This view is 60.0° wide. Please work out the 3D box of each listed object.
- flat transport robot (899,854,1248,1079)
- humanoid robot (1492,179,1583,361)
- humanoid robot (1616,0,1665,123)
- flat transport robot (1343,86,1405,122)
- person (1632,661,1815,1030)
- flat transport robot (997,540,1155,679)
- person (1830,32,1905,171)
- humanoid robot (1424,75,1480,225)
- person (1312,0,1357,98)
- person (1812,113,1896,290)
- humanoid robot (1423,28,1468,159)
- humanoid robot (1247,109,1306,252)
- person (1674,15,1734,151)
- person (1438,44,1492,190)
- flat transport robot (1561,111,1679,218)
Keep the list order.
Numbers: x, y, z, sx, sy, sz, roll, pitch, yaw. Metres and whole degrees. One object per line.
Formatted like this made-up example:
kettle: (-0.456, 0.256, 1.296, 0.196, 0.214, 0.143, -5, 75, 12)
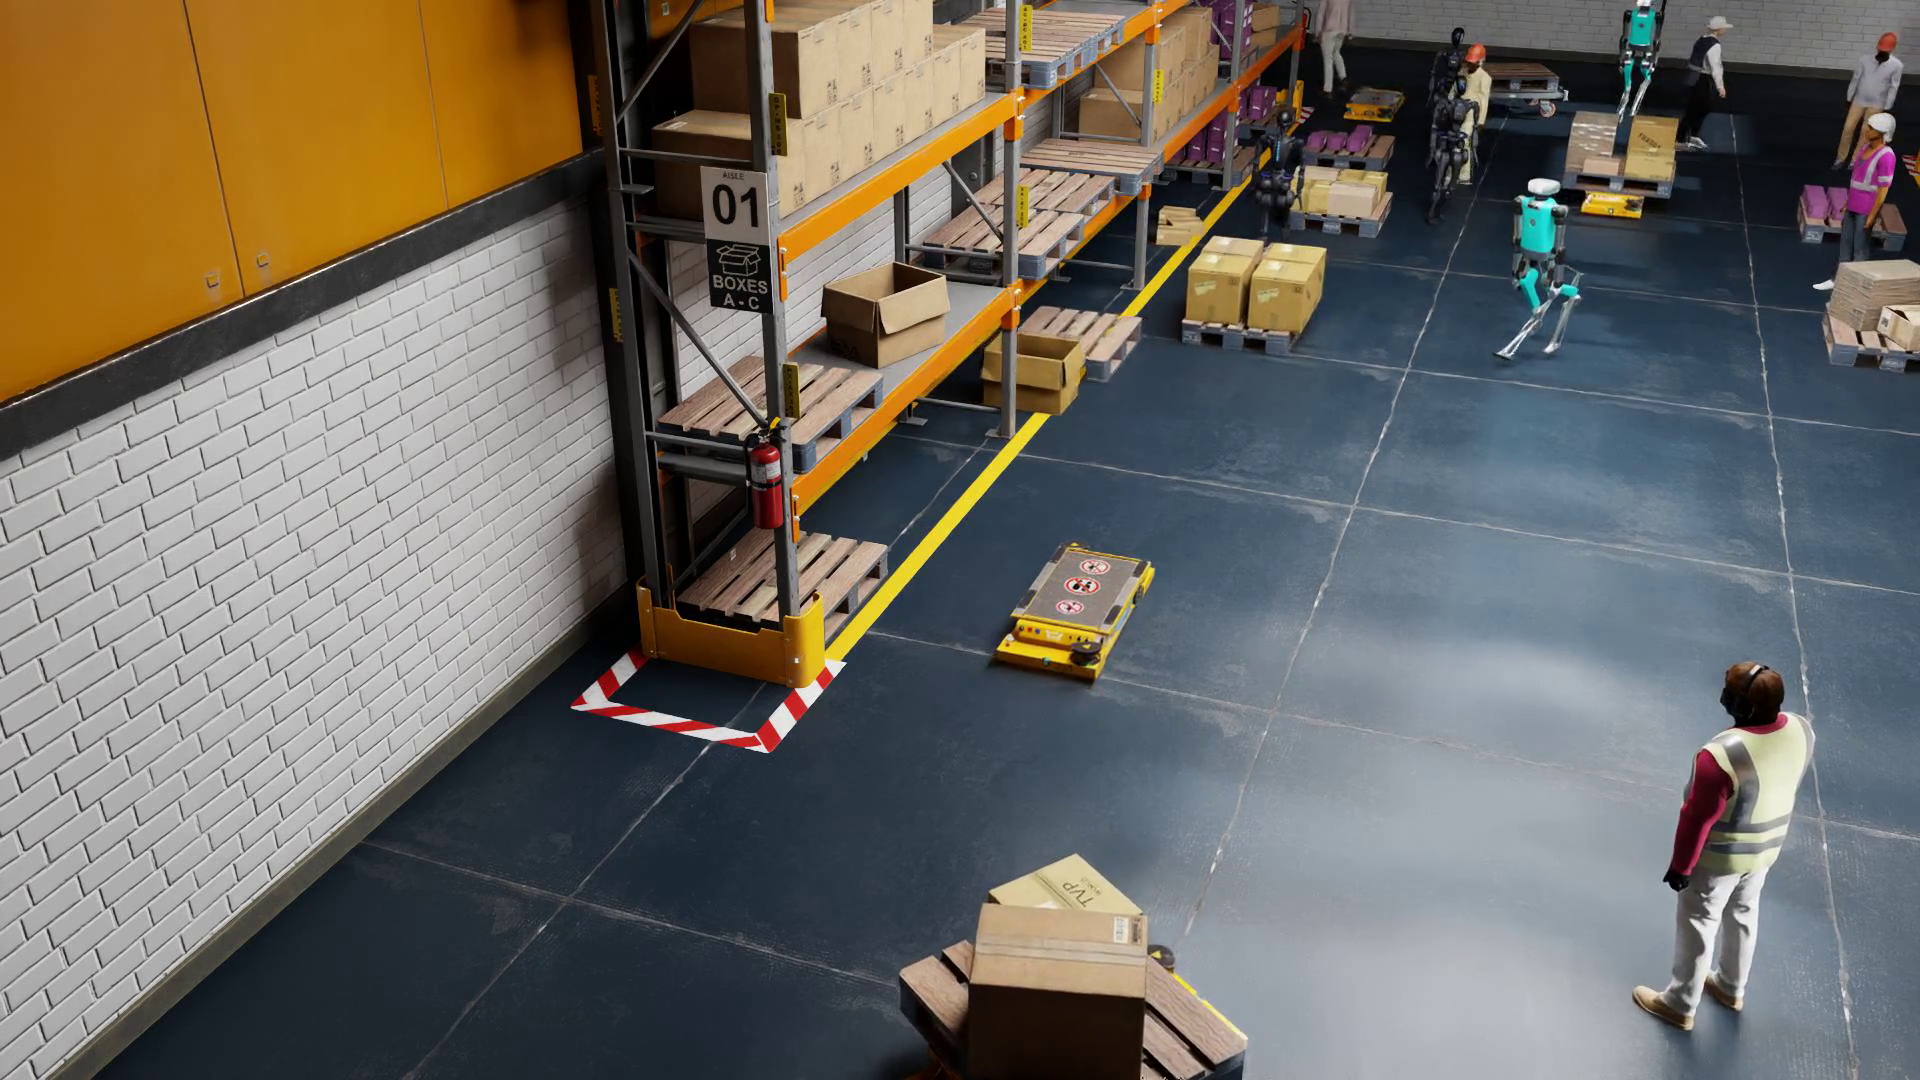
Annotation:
flat transport robot: (0.516, 2.282, 7.324, 1.431, 0.231, 0.659, -17, 32, -29)
humanoid robot: (5.233, -2.391, 14.804, 1.045, 1.723, 0.542, -19, 33, -32)
humanoid robot: (9.396, -6.631, 23.023, 0.539, 1.759, 0.941, 15, 31, 26)
flat transport robot: (5.954, -6.242, 23.858, 0.659, 0.231, 1.431, 10, 29, 19)
person: (3.401, 1.362, 7.417, 0.641, 1.833, 0.431, -13, 30, -23)
flat transport robot: (0.783, 0.432, 10.912, 0.659, 0.231, 1.431, 10, 29, 18)
person: (11.306, -5.437, 20.706, 0.572, 1.718, 0.652, 20, 33, 34)
humanoid robot: (5.561, -4.407, 18.780, 0.601, 1.651, 0.540, -1, 27, -2)
person: (5.512, -7.493, 24.498, 0.627, 1.920, 0.469, -13, 30, -24)
person: (8.886, -3.285, 16.399, 0.345, 1.847, 0.515, -1, 27, -2)
humanoid robot: (6.268, -5.695, 21.245, 0.599, 1.657, 0.315, 10, 29, 19)
humanoid robot: (3.298, -3.668, 17.335, 0.587, 1.647, 0.560, 10, 29, 18)
person: (9.714, -5.925, 21.641, 0.626, 1.739, 0.741, 4, 27, 7)
person: (6.081, -5.120, 20.095, 0.502, 1.727, 0.635, -7, 28, -14)
flat transport robot: (7.781, -4.118, 19.738, 0.659, 0.231, 1.431, 11, 29, 20)
